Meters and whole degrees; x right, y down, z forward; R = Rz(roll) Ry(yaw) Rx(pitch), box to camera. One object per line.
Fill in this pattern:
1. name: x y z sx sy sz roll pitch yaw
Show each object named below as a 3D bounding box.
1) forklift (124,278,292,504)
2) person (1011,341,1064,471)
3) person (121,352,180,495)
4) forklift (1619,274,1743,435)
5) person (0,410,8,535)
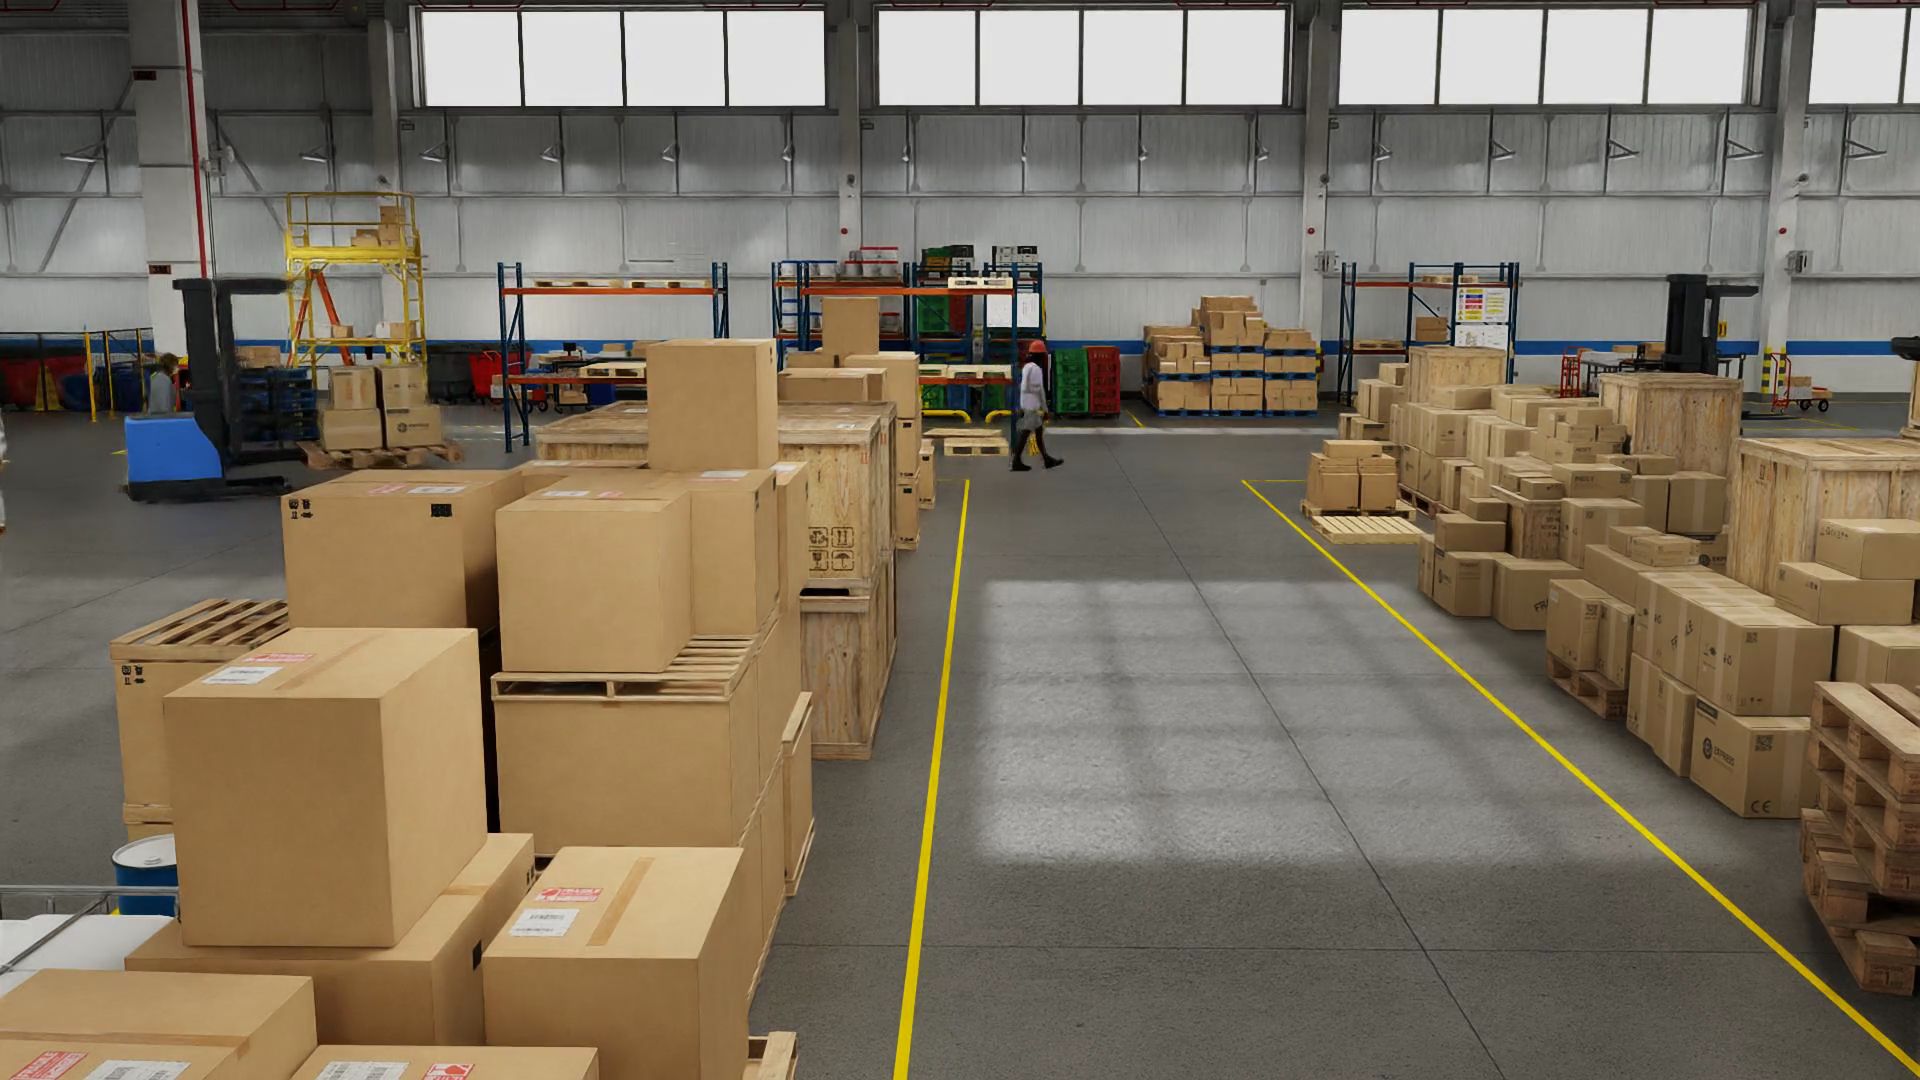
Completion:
1. forklift: -9.704 -1.946 21.293 1.873 2.768 1.129 -5 11 -27
2. person: 1.155 -1.945 24.223 0.932 1.890 0.568 -2 10 -14
3. person: -10.380 -1.482 21.535 1.032 1.886 0.672 -4 10 -23
4. forklift: 12.689 -3.275 29.255 1.873 2.768 1.129 0 9 1
5. person: -10.863 -0.992 18.569 0.394 1.877 0.627 -8 12 -38
